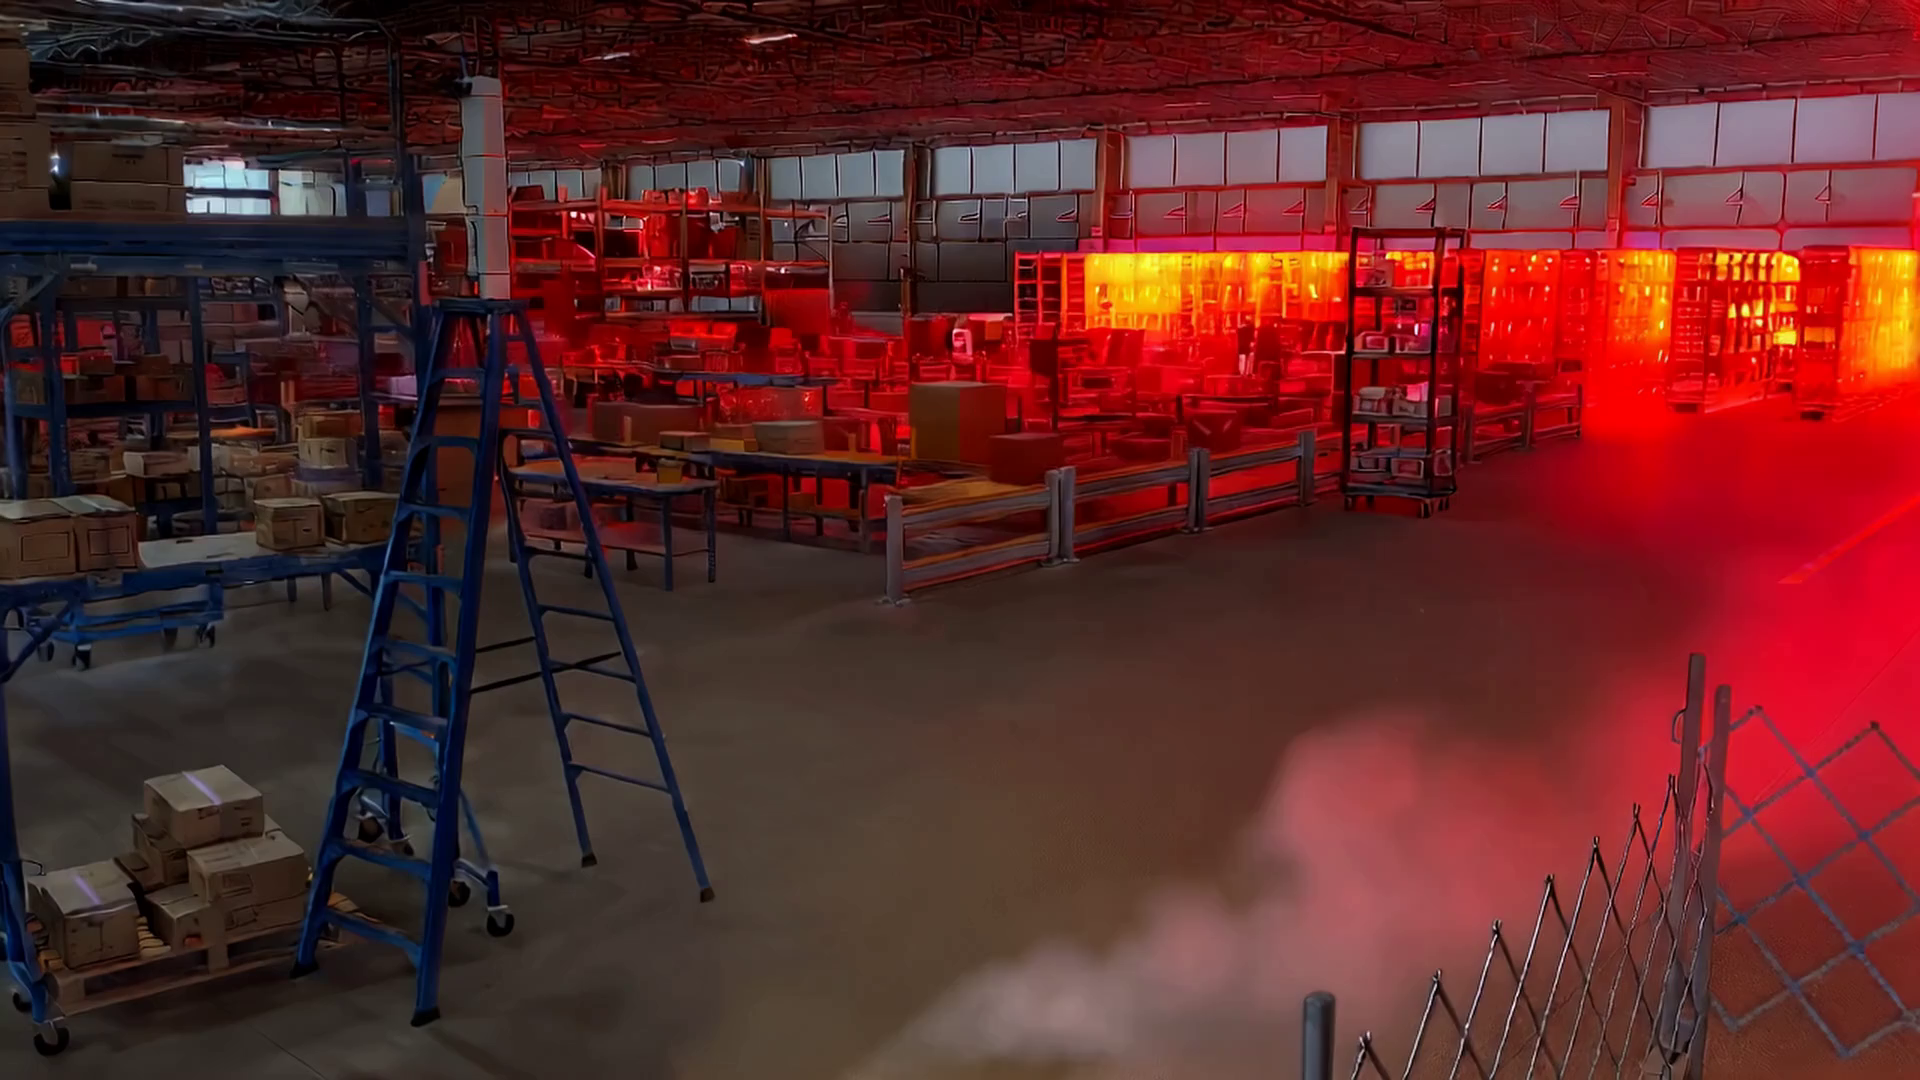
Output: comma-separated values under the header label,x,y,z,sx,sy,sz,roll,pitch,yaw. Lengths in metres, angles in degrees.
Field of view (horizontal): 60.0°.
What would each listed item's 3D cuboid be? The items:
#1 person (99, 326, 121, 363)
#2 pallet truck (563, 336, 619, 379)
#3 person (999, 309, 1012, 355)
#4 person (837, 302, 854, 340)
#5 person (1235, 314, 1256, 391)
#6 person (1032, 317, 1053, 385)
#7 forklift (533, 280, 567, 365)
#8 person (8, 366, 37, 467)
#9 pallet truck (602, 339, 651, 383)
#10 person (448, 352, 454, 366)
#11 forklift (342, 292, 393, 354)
label,x,y,z,sx,sy,sz,roll,pitch,yaw
person,-19.792,-4.067,38.741,0.594,1.817,0.431,7,11,37
pallet truck,-10.690,-5.294,48.215,1.601,1.201,0.680,-5,10,-26
person,1.675,-7.717,61.770,0.480,1.734,0.333,1,9,7
person,-4.587,-8.544,66.455,0.609,1.899,1.019,1,9,9
person,7.437,-4.860,43.119,0.608,1.995,0.377,4,10,23
person,2.148,-4.999,44.390,0.673,1.855,0.960,-5,10,-29
forklift,-13.175,-7.053,54.048,1.873,2.768,1.129,-8,12,-41
person,-12.005,-1.301,21.311,0.314,1.868,0.526,-5,10,-26
pallet truck,-8.991,-4.871,45.351,0.653,1.274,1.630,7,11,37
person,-13.244,-4.620,42.677,0.861,1.644,0.541,-5,10,-27
forklift,-16.485,-5.622,45.120,1.129,2.768,1.873,7,11,37
